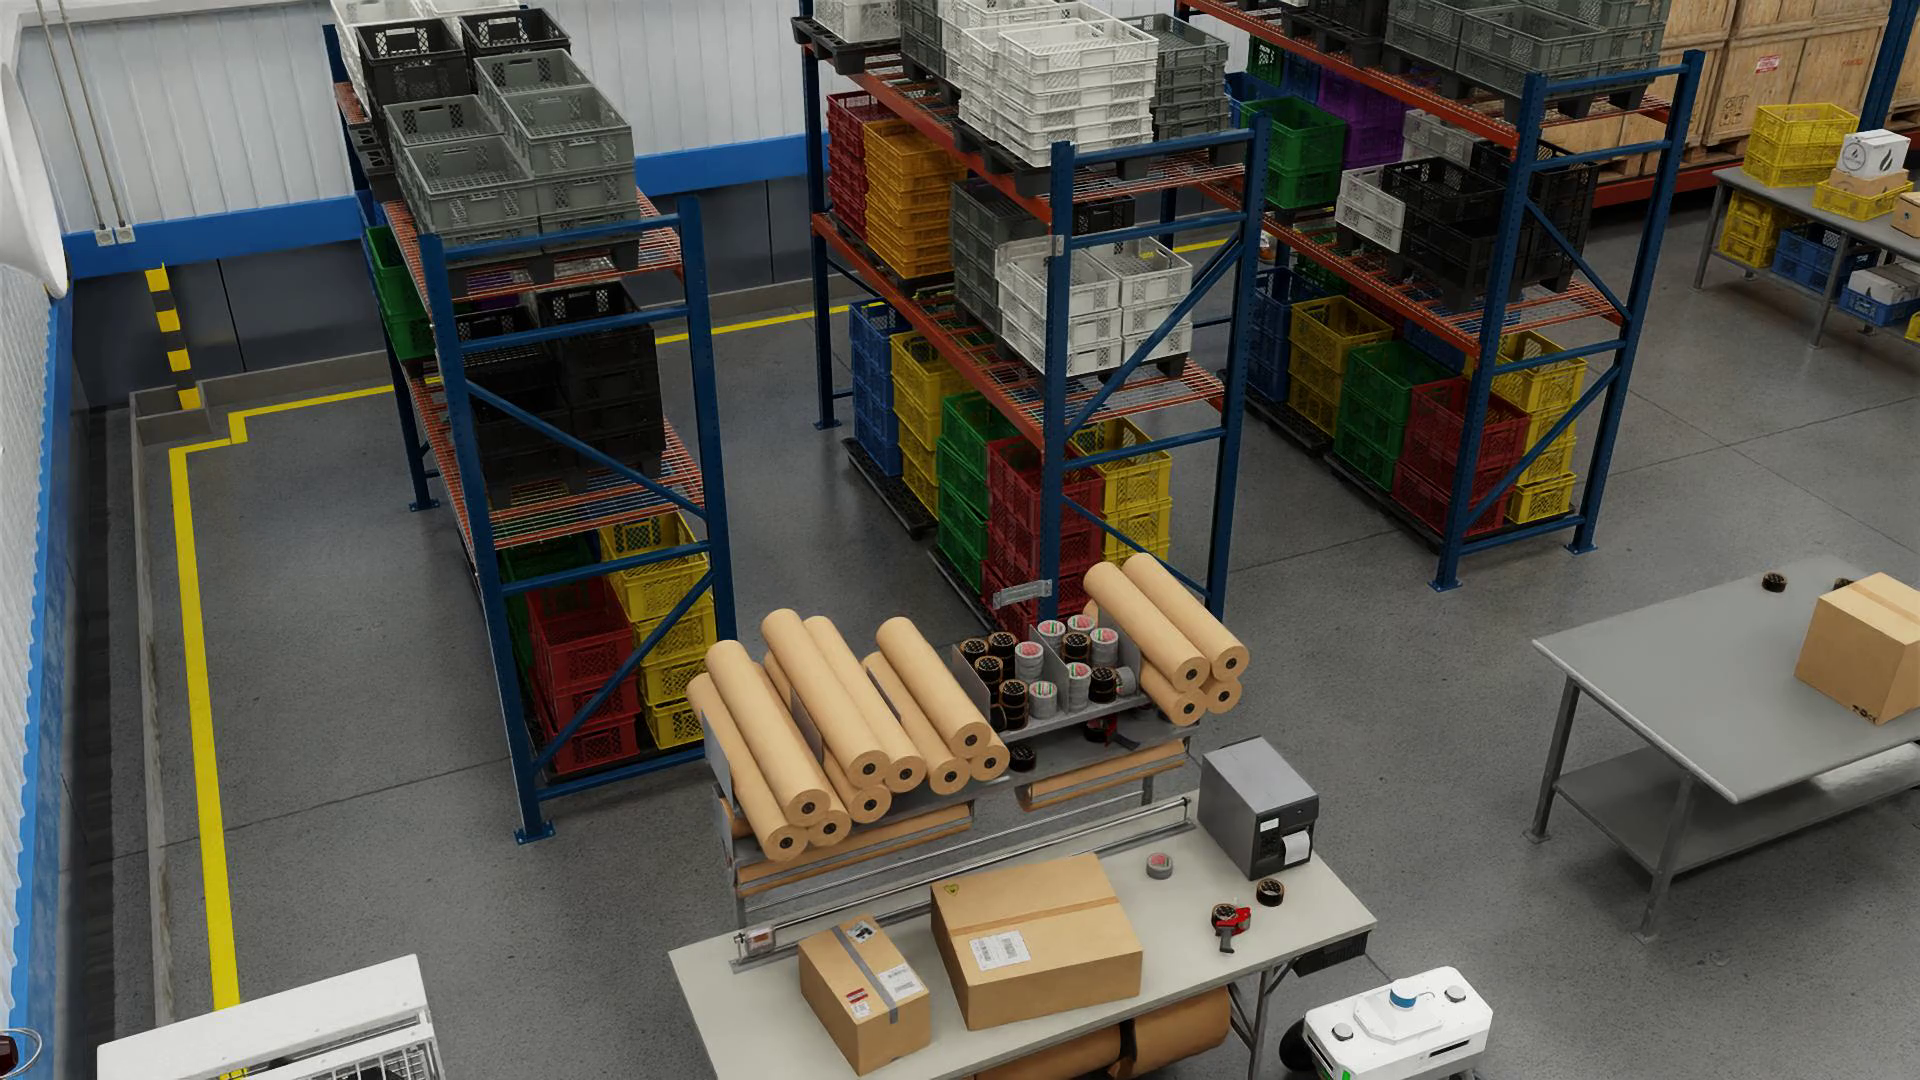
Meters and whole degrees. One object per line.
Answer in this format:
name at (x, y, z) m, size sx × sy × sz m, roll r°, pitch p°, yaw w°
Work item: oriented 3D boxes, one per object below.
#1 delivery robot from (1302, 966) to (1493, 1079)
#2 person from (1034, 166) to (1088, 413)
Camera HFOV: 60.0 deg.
delivery robot at (1.701, 1.916, 6.478) m, size 0.707 × 0.478 × 0.477 m, roll -12°, pitch 33°, yaw -19°
person at (0.672, -1.728, 11.234) m, size 0.370 × 1.874 × 0.623 m, roll -9°, pitch 33°, yaw -15°
